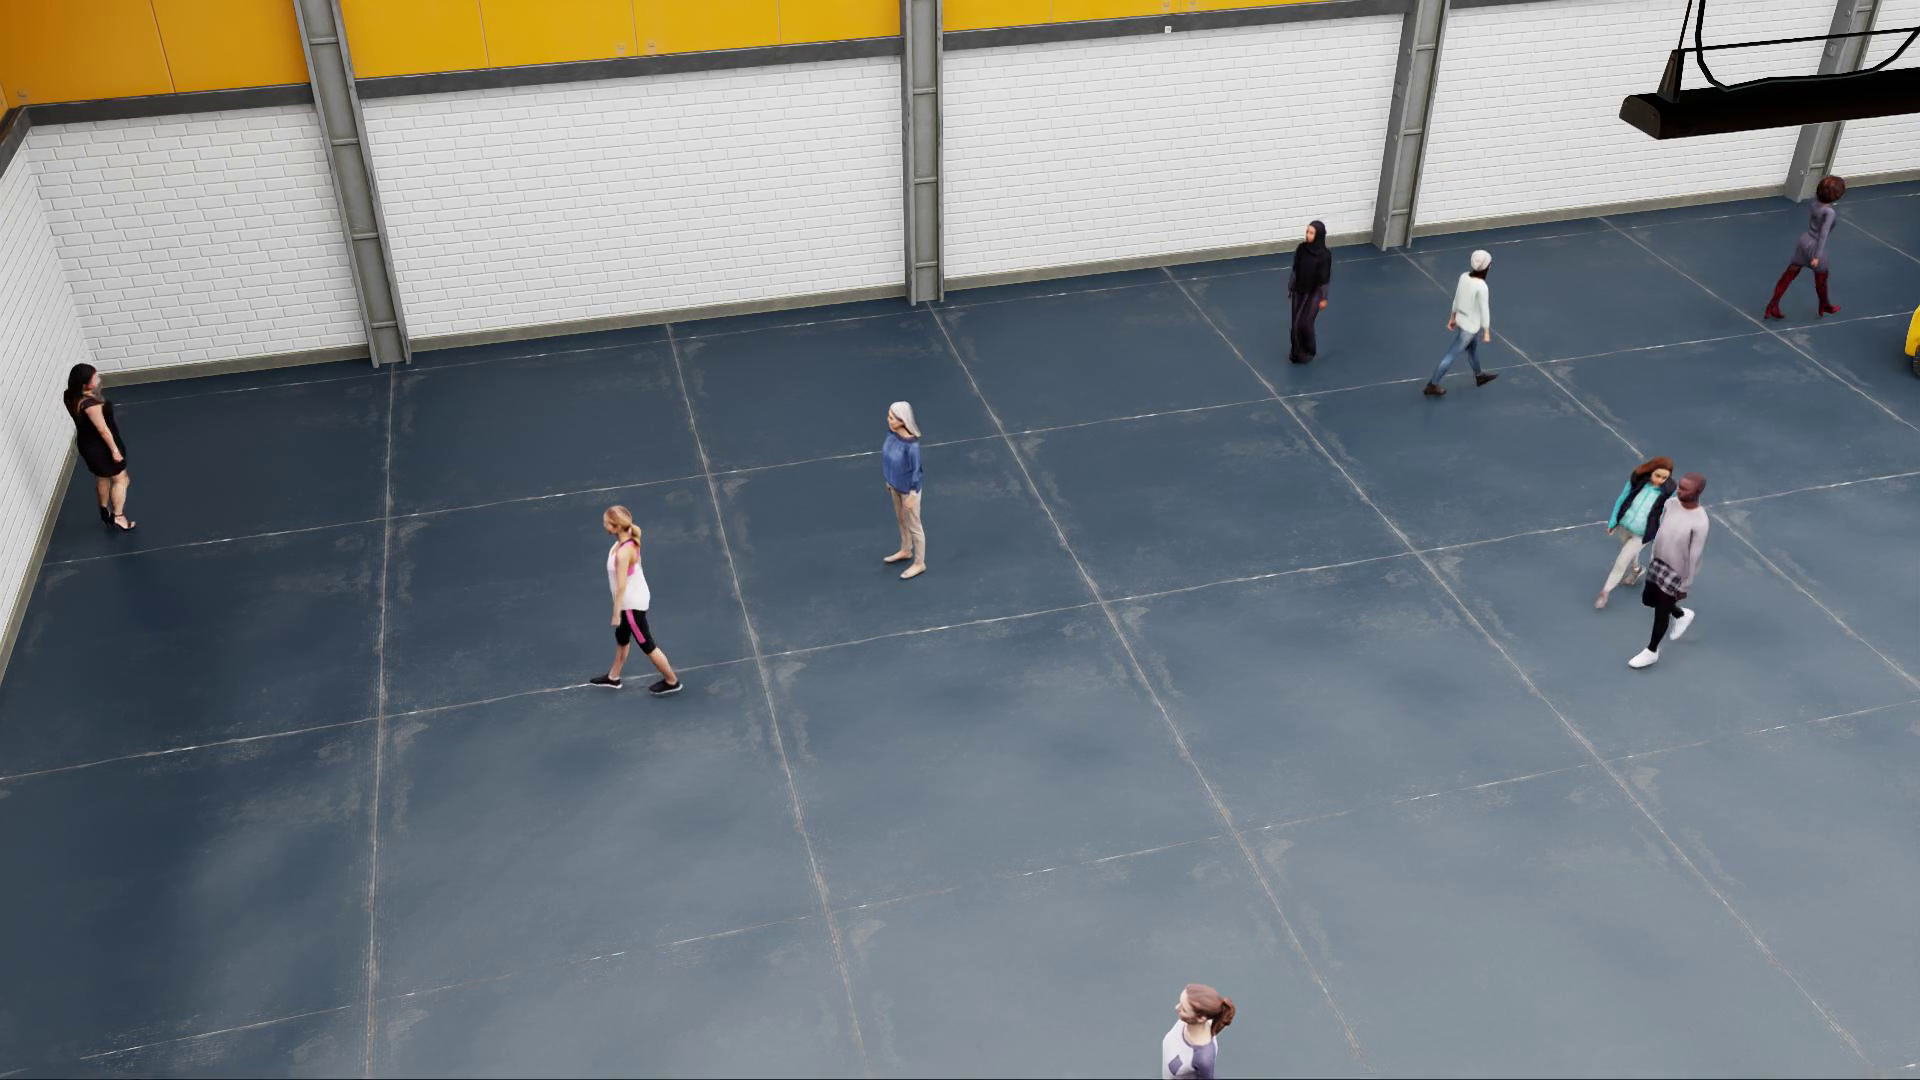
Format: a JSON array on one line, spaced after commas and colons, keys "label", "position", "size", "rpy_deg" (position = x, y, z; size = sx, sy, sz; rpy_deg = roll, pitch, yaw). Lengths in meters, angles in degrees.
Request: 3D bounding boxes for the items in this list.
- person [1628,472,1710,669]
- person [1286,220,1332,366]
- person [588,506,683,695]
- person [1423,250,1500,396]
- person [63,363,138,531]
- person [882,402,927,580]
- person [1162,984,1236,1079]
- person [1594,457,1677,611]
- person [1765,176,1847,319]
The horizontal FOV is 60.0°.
[{"label": "person", "position": [5.766, 0.217, 13.299], "size": [0.928, 1.756, 0.697], "rpy_deg": [-13, 36, -19]}, {"label": "person", "position": [3.778, -2.666, 17.769], "size": [0.872, 1.610, 0.778], "rpy_deg": [-24, 40, -32]}, {"label": "person", "position": [-2.452, 0.505, 12.868], "size": [1.043, 1.754, 0.783], "rpy_deg": [0, 34, 0]}, {"label": "person", "position": [5.132, -2.173, 17.041], "size": [1.108, 1.594, 0.626], "rpy_deg": [-10, 35, -15]}, {"label": "person", "position": [-7.751, -0.822, 14.926], "size": [0.785, 1.685, 0.823], "rpy_deg": [16, 37, 22]}, {"label": "person", "position": [-0.467, -0.457, 14.366], "size": [0.648, 1.698, 0.672], "rpy_deg": [-18, 38, -25]}, {"label": "person", "position": [1.241, 3.043, 9.038], "size": [0.615, 1.767, 0.621], "rpy_deg": [-2, 34, -3]}, {"label": "person", "position": [5.754, -0.128, 14.087], "size": [1.059, 1.459, 0.861], "rpy_deg": [-25, 41, -33]}, {"label": "person", "position": [9.390, -3.207, 18.529], "size": [1.099, 1.670, 0.732], "rpy_deg": [-3, 34, -4]}]
